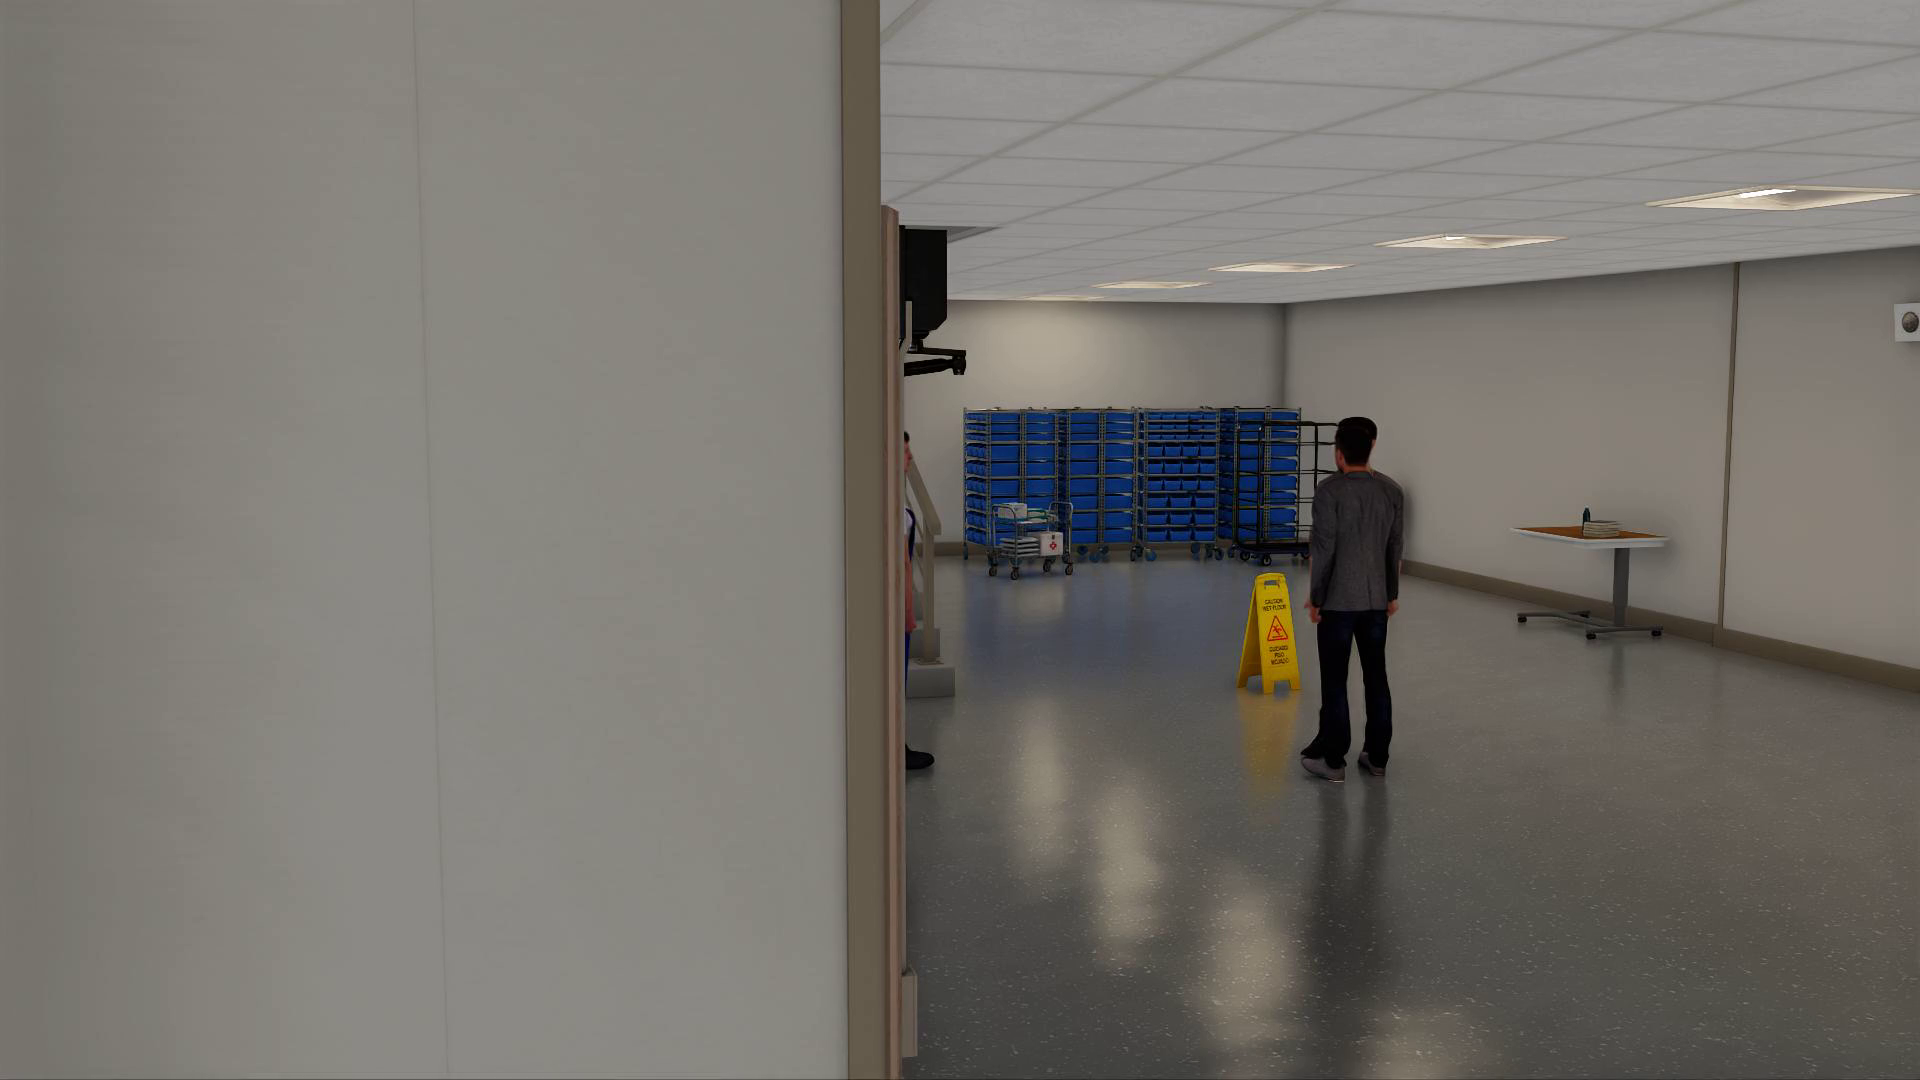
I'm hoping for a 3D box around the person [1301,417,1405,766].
[{"bbox_3d":[2.184,0.266,9.209,0.759,1.904,0.827,4,7,32],"label":"person"}]

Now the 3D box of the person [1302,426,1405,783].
[{"bbox_3d":[2.081,0.323,8.799,0.689,1.873,0.609,-2,6,-19],"label":"person"}]
